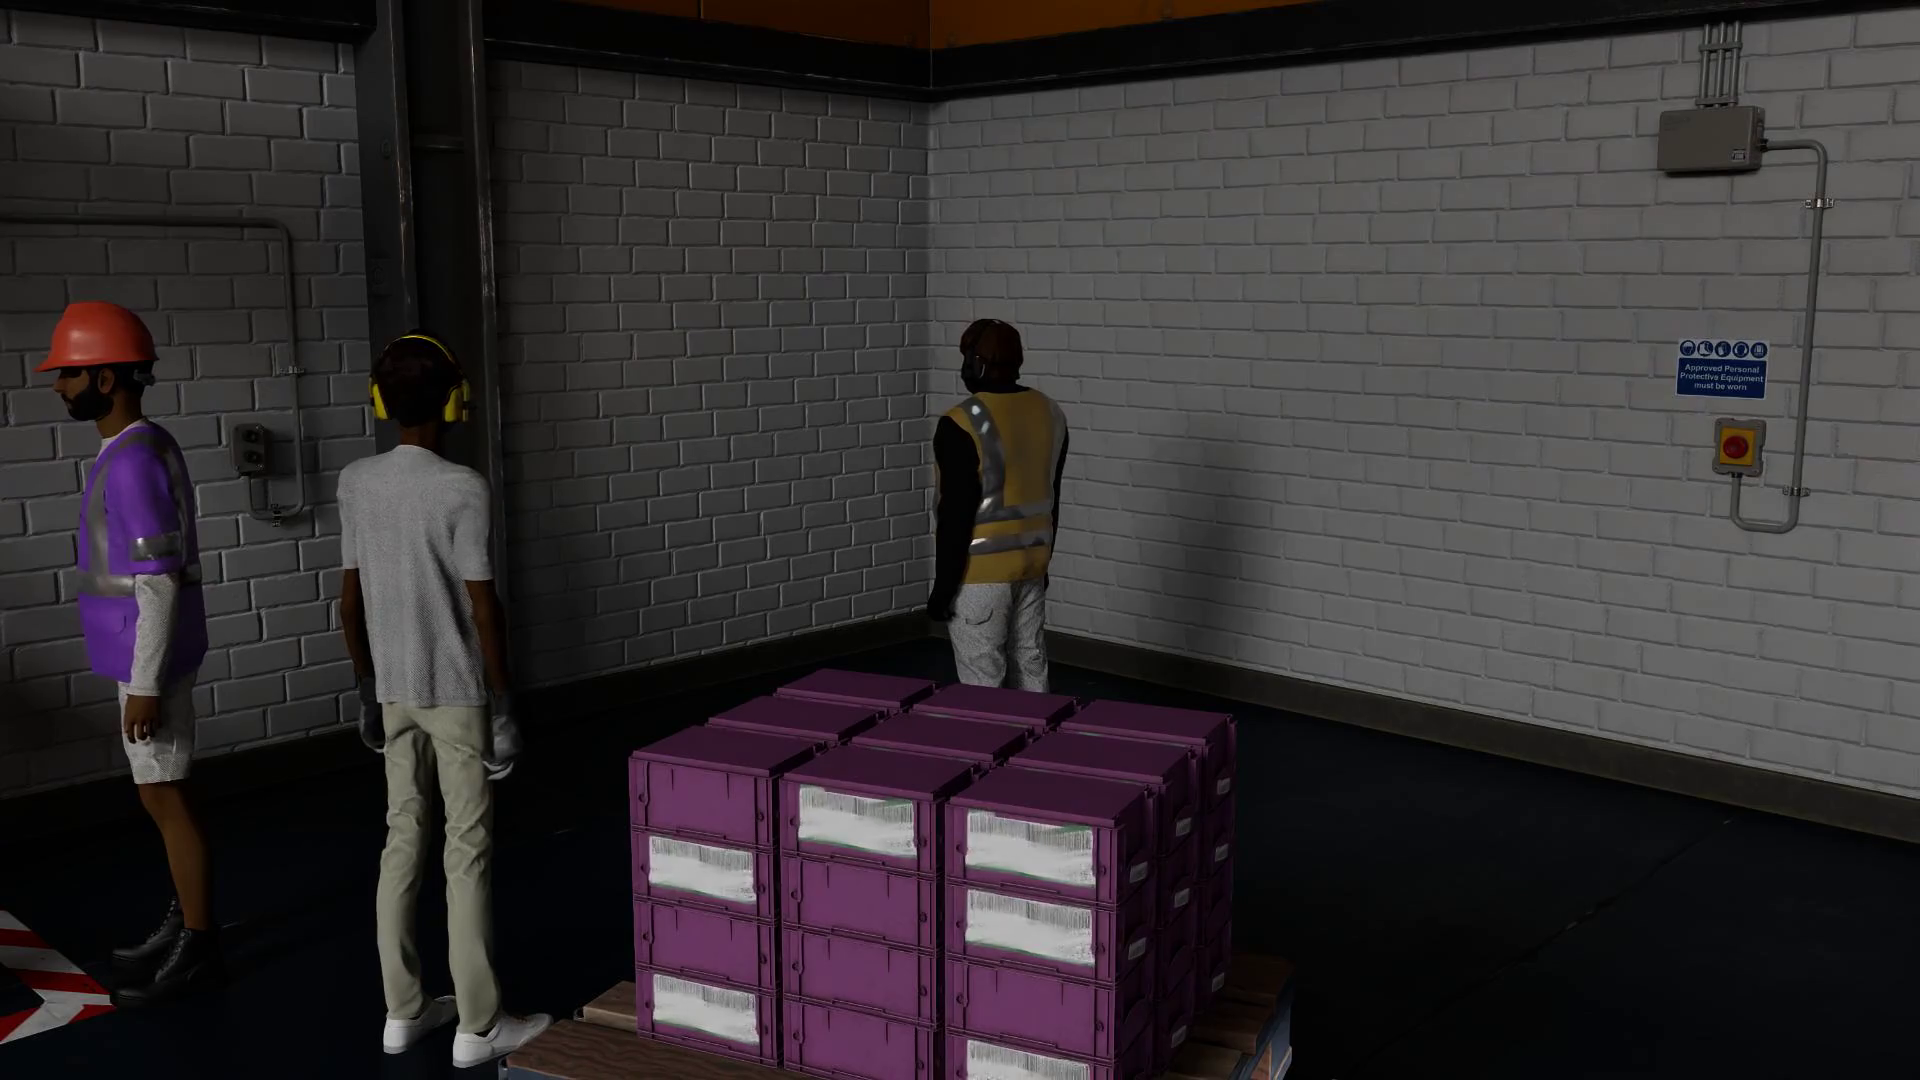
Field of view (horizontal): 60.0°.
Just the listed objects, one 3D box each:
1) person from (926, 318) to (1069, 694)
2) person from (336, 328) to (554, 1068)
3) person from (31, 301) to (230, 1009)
[{"bbox_3d":[0.113,0.115,6.115,0.430,1.845,0.619,9,13,42],"label":"person"},{"bbox_3d":[-1.326,0.405,4.239,0.524,1.876,0.325,4,10,24],"label":"person"},{"bbox_3d":[-2.276,0.318,4.582,0.375,1.935,0.551,-4,10,-26],"label":"person"}]
